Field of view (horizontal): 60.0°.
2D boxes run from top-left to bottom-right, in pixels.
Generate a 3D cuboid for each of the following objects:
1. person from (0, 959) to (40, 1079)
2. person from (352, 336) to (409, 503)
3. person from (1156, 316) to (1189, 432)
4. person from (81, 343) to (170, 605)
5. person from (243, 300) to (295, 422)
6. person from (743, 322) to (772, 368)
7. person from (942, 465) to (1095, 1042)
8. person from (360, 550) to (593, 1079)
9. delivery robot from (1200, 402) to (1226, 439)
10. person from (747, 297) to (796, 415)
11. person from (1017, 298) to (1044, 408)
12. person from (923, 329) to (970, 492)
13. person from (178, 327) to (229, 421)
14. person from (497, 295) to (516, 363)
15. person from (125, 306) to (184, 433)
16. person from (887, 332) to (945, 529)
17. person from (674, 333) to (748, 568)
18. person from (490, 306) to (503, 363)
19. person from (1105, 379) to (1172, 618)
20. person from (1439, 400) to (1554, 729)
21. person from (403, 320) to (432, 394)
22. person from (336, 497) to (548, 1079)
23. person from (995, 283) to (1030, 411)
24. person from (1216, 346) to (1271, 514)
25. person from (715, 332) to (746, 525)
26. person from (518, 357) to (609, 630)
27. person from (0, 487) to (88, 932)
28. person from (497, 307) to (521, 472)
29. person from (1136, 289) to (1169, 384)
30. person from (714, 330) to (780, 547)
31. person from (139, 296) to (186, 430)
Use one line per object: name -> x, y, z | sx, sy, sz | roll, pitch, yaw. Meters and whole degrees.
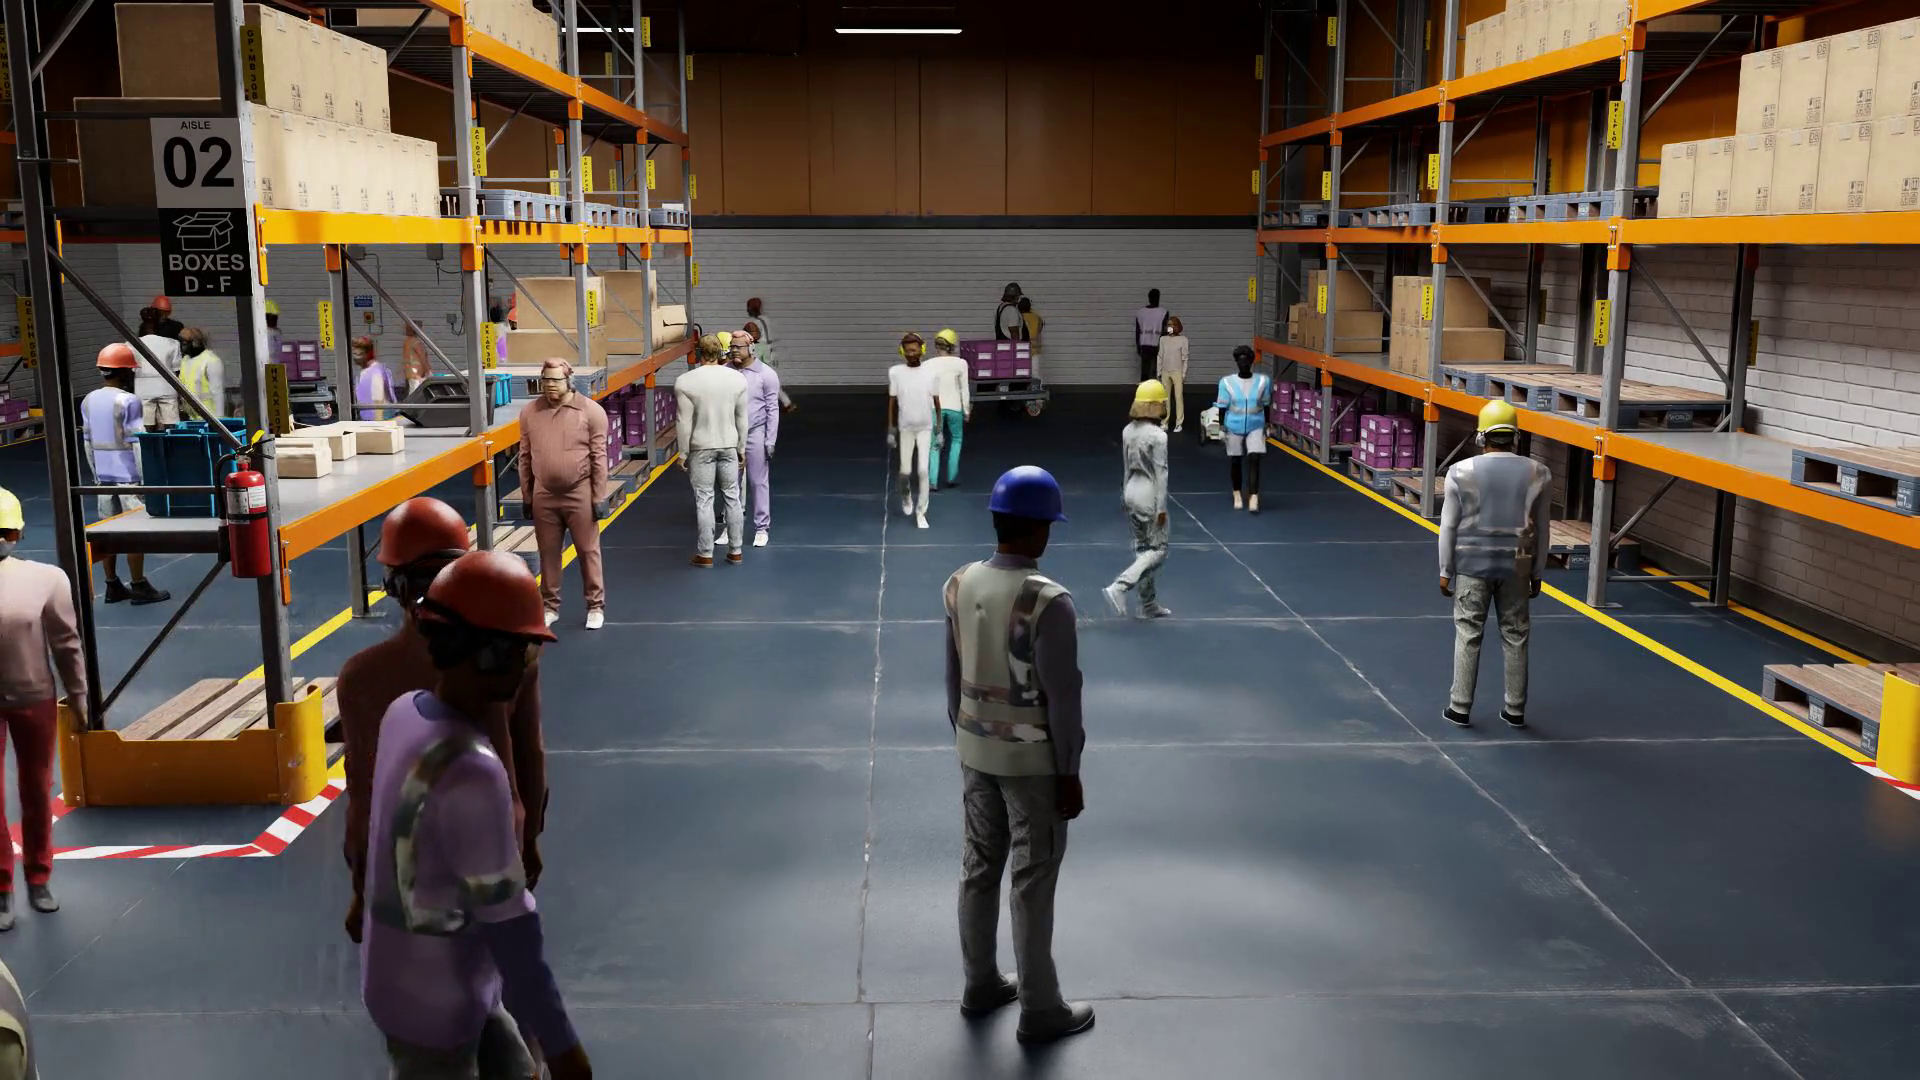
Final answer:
person -> -1.791, 1.268, 2.878 | 0.592, 1.828, 0.404 | 10, 14, 44
person -> -5.588, -1.034, 15.793 | 0.892, 1.790, 0.591 | -7, 12, -35
person -> 3.003, -2.344, 23.538 | 0.499, 1.633, 0.286 | 8, 13, 36
person -> -6.201, -0.486, 12.340 | 0.548, 1.936, 0.378 | 4, 11, 22
person -> -9.550, -2.354, 22.900 | 0.946, 1.889, 0.588 | 4, 11, 20
person -> -2.716, -2.037, 21.831 | 0.507, 1.632, 0.265 | 3, 11, 18
person -> 0.198, 0.716, 5.630 | 0.398, 1.943, 0.603 | -9, 13, -40
person -> -1.050, 1.017, 3.798 | 0.882, 1.993, 0.628 | -5, 11, -25
delivery robot -> 3.393, -1.581, 22.030 | 0.477, 0.478, 0.707 | 0, 10, 1
person -> -2.968, -2.807, 25.552 | 0.876, 1.851, 0.576 | 0, 10, -2
person -> 1.060, -3.003, 26.821 | 0.616, 1.787, 1.004 | -5, 11, -25
person -> -0.198, -1.406, 18.021 | 0.607, 1.736, 0.622 | 0, 10, 0
person -> -7.754, -1.308, 17.262 | 0.669, 1.815, 0.610 | 8, 13, 38
person -> -5.737, -2.227, 21.816 | 0.427, 2.019, 0.653 | 7, 12, 34
person -> -9.007, -1.631, 18.642 | 0.614, 1.963, 0.362 | -5, 11, -26
person -> -0.412, -1.047, 15.751 | 0.544, 1.848, 0.583 | -1, 10, -4
person -> -2.044, -0.734, 13.719 | 0.629, 1.940, 0.379 | -5, 11, -27
person -> -7.080, -2.722, 25.469 | 0.540, 1.695, 0.317 | -3, 11, -18
person -> 1.275, -0.269, 11.717 | 0.563, 1.724, 0.491 | -6, 12, -29
person -> 2.938, 0.141, 9.184 | 0.591, 1.823, 0.405 | 1, 10, 5
person -> -7.489, -2.235, 23.015 | 0.579, 1.624, 0.519 | -7, 12, -35
person -> -1.431, 0.870, 4.627 | 0.394, 1.992, 0.622 | 8, 13, 39
person -> 0.844, -3.070, 26.448 | 0.535, 2.000, 0.685 | -3, 11, -19
person -> 2.807, -1.087, 16.453 | 0.542, 1.648, 0.828 | 1, 10, 7
person -> -2.215, -1.061, 15.835 | 0.404, 1.833, 0.590 | 2, 10, 11
person -> -2.744, -0.312, 11.503 | 0.637, 1.898, 0.395 | 1, 10, 6
person -> -3.709, 0.657, 6.502 | 0.547, 1.747, 0.556 | -7, 13, -36
person -> -5.178, -1.769, 19.523 | 0.385, 1.927, 0.545 | 3, 10, 14
person -> 3.265, -3.244, 27.833 | 0.620, 1.885, 0.883 | 5, 11, 26
person -> -1.916, -0.889, 14.676 | 0.641, 1.908, 0.407 | 3, 11, 16
person -> -11.209, -2.466, 23.375 | 0.632, 1.948, 1.025 | -6, 12, -31
